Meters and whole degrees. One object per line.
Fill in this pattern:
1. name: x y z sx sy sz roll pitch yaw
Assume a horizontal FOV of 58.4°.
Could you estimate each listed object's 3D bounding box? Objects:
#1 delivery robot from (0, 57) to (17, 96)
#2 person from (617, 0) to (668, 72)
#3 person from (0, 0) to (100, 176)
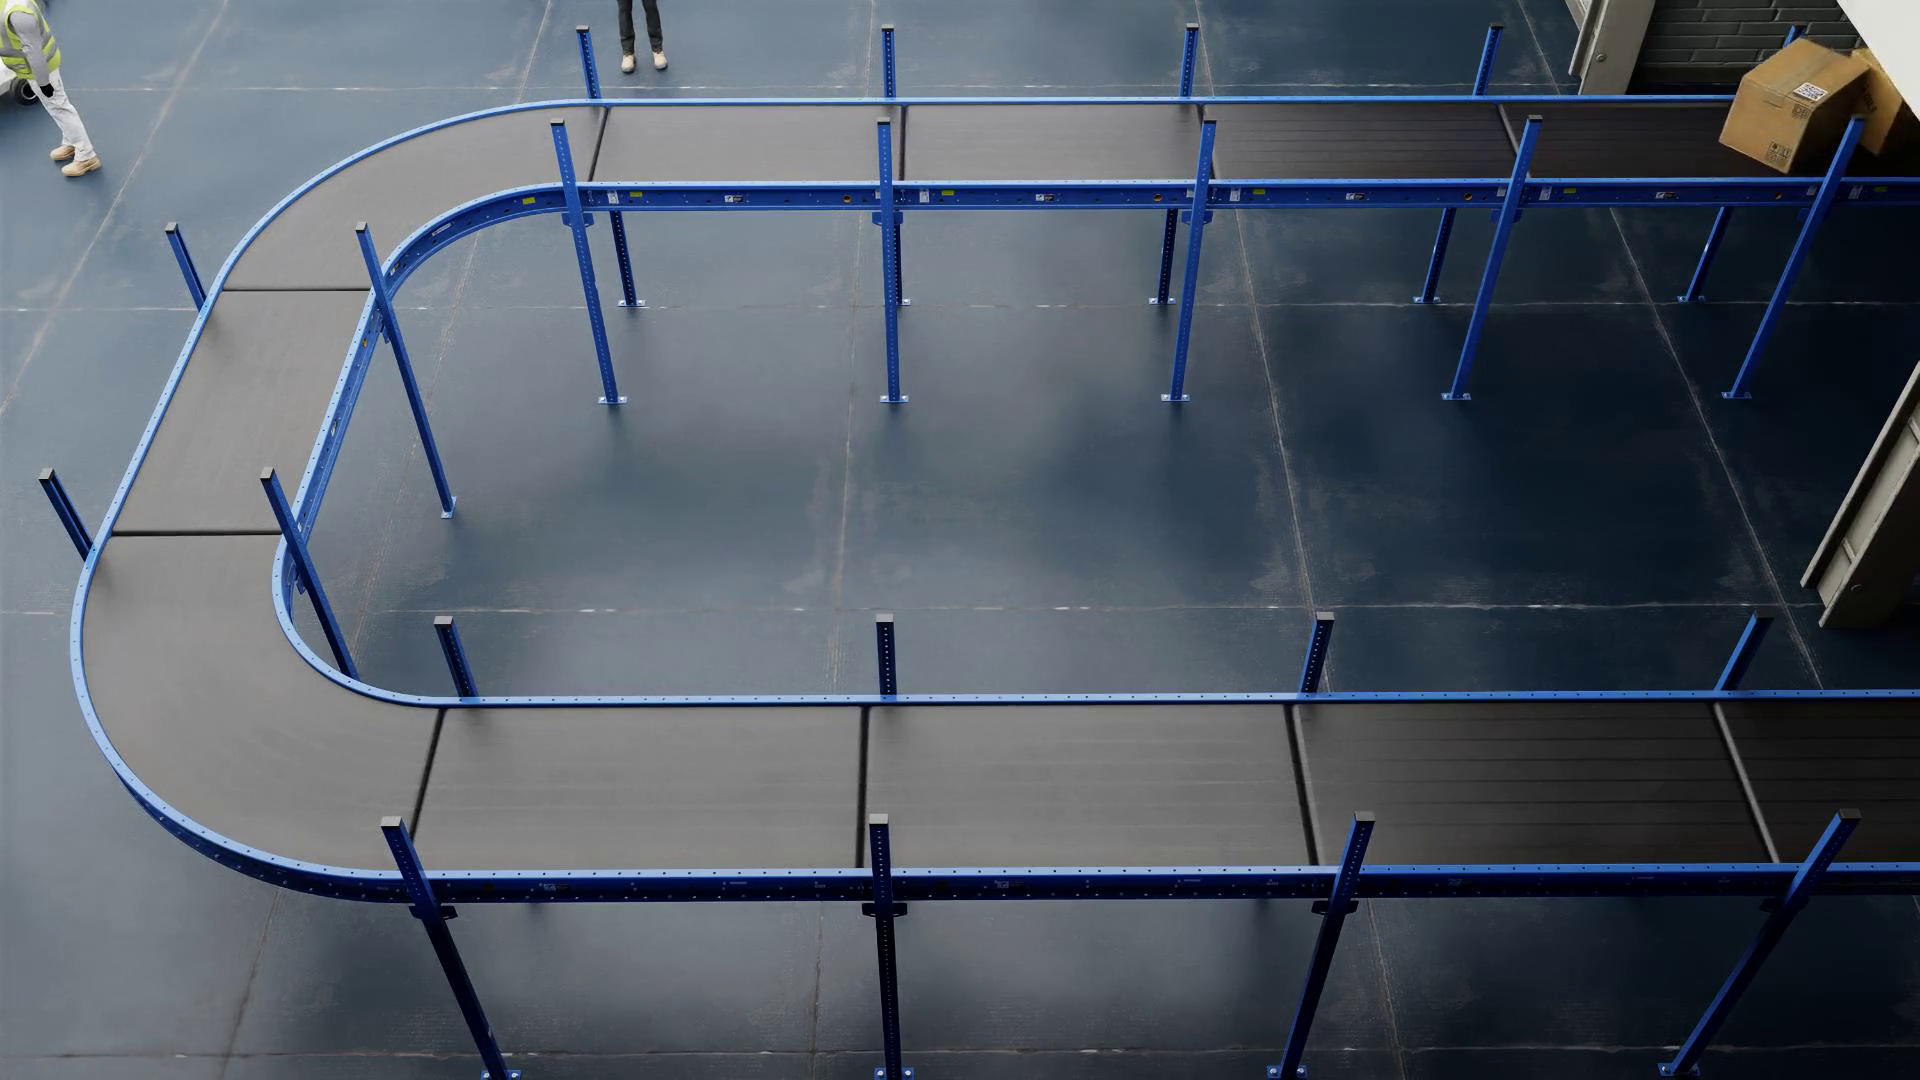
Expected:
1. delivery robot: -8.281 -3.914 14.503 0.477 0.478 0.707 25 52 22
2. person: -2.767 -4.856 14.551 0.506 1.842 0.350 -5 47 -5
3. person: -7.292 -3.745 13.523 0.430 1.836 0.619 -25 52 -22
